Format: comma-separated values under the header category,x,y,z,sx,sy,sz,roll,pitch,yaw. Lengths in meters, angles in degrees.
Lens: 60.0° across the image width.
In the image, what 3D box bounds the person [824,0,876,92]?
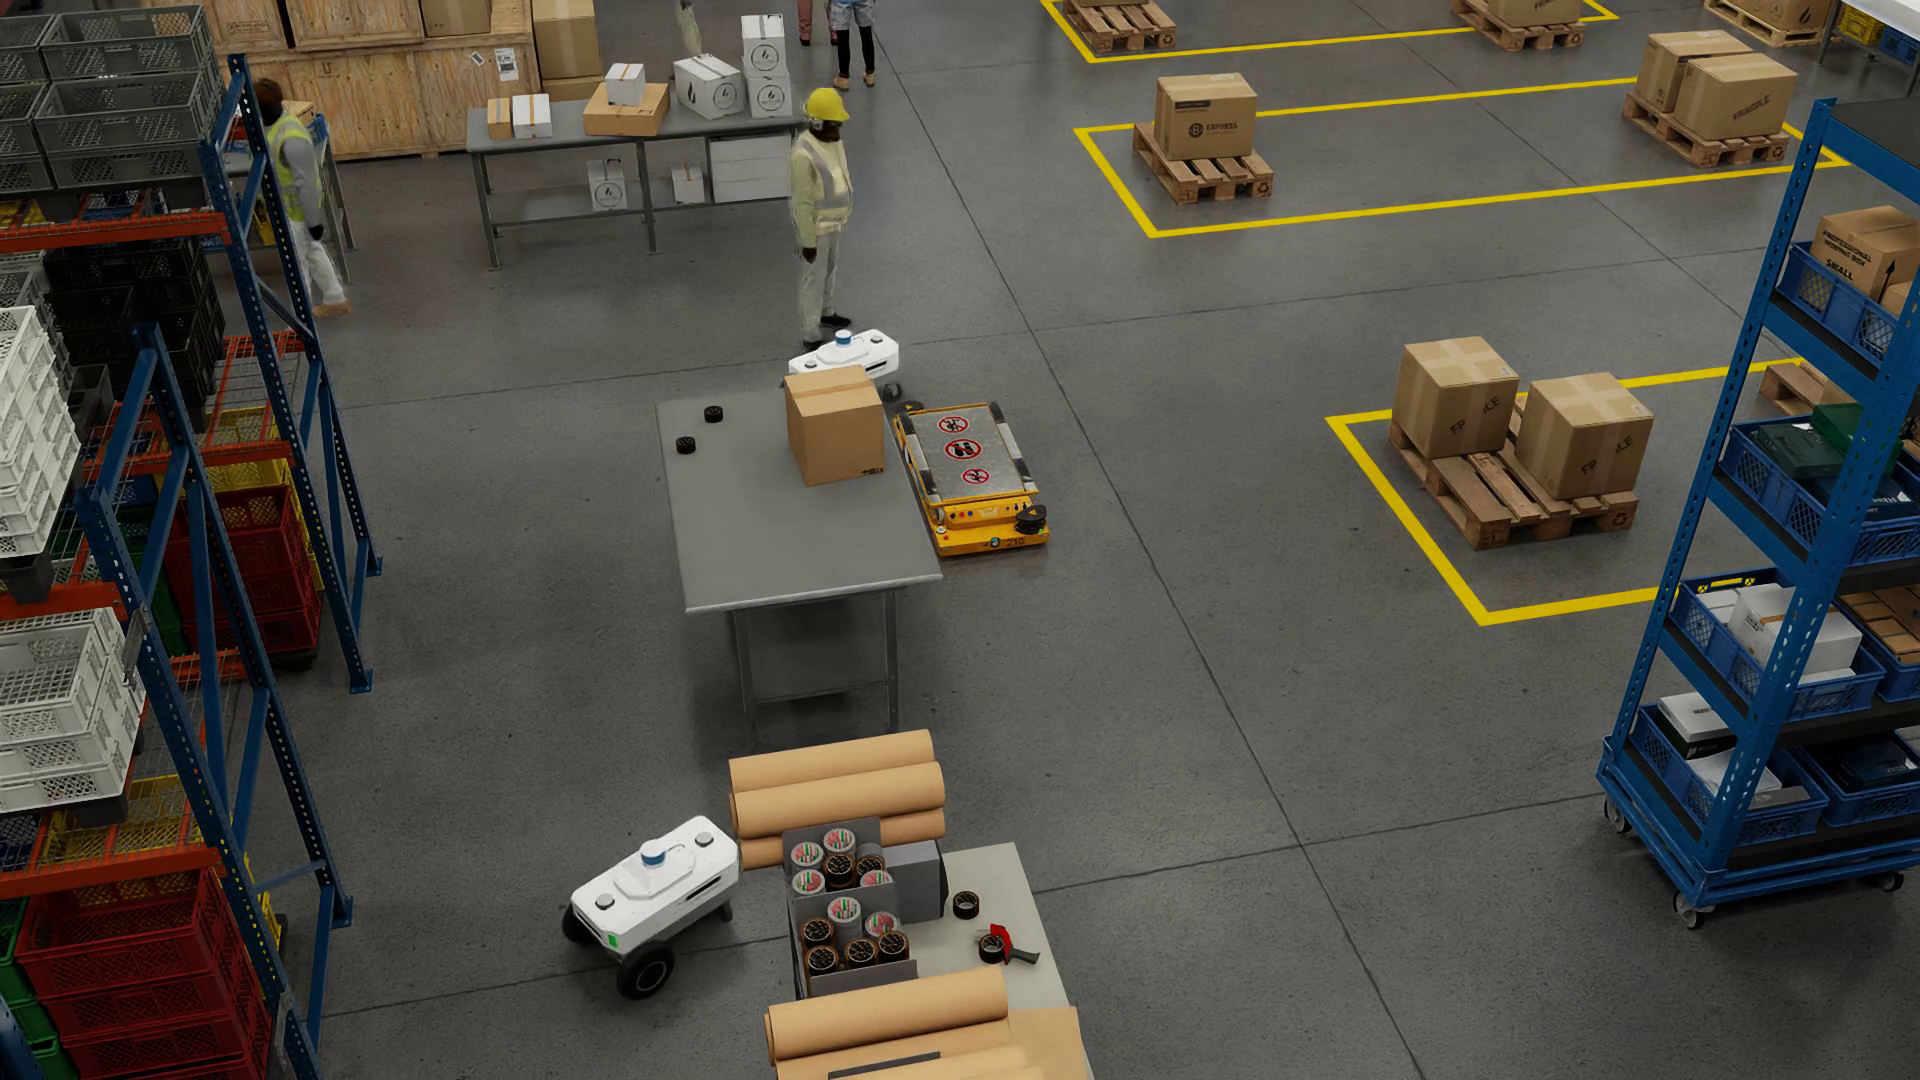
category,x,y,z,sx,sy,sz,roll,pitch,yaw
person,-0.977,-4.877,14.898,0.535,1.697,0.318,-14,39,-18

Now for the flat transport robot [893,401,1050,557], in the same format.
category,x,y,z,sx,sy,sz,roll,pitch,yaw
flat transport robot,0.046,-0.430,10.108,0.652,0.197,1.431,-8,37,-10

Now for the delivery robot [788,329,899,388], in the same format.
category,x,y,z,sx,sy,sz,roll,pitch,yaw
delivery robot,-0.742,-1.123,10.728,0.707,0.478,0.477,-25,43,-30

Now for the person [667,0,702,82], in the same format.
category,x,y,z,sx,sy,sz,roll,pitch,yaw
person,-2.561,-5.097,15.058,0.372,1.863,0.601,-9,38,-12

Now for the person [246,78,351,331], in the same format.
category,x,y,z,sx,sy,sz,roll,pitch,yaw
person,-4.581,-2.271,11.298,0.558,1.816,0.727,-24,43,-29

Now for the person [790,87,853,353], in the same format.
category,x,y,z,sx,sy,sz,roll,pitch,yaw
person,-0.918,-2.126,11.126,0.429,1.812,0.693,10,38,13

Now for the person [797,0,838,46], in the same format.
category,x,y,z,sx,sy,sz,roll,pitch,yaw
person,-1.370,-5.668,15.789,0.655,1.904,0.407,1,37,1

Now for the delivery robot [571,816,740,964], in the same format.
category,x,y,z,sx,sy,sz,roll,pitch,yaw
delivery robot,-1.305,1.500,7.203,0.707,0.478,0.477,-29,46,-33
